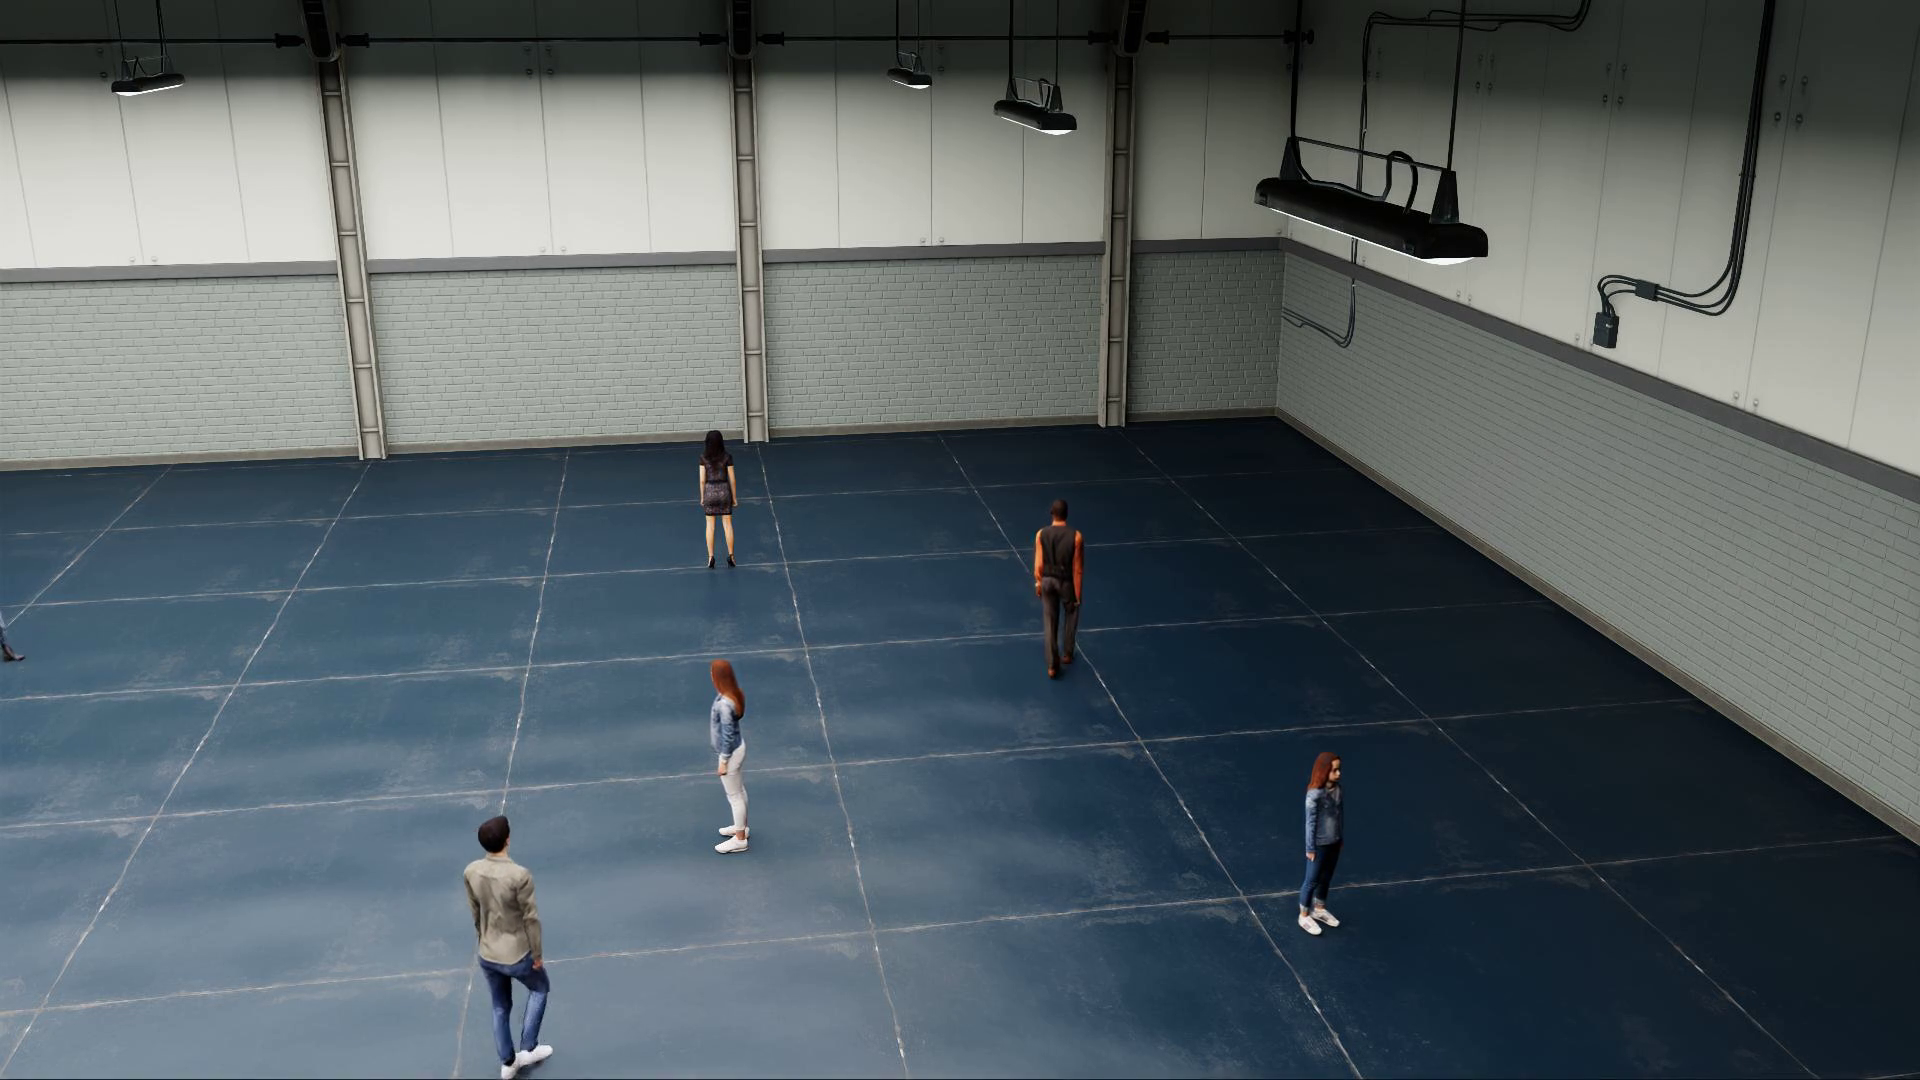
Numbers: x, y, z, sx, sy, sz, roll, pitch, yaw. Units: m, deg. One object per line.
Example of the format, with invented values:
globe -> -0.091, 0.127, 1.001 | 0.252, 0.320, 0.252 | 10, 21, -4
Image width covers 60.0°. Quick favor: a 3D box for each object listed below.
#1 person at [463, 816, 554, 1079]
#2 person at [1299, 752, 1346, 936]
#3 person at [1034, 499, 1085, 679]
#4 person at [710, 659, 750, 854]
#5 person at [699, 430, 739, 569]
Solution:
person -> -3.005, 2.719, 10.852 | 0.773, 1.854, 0.900 | 6, 19, 17
person -> 2.782, 2.299, 12.755 | 0.584, 1.475, 0.685 | -15, 23, -39
person -> 1.026, 0.536, 17.508 | 1.010, 1.885, 1.003 | 5, 19, 15
person -> -1.914, 1.791, 13.953 | 0.560, 1.700, 0.649 | 0, 18, -1
person -> -3.048, -0.513, 20.882 | 0.446, 1.791, 0.676 | -2, 18, -5
